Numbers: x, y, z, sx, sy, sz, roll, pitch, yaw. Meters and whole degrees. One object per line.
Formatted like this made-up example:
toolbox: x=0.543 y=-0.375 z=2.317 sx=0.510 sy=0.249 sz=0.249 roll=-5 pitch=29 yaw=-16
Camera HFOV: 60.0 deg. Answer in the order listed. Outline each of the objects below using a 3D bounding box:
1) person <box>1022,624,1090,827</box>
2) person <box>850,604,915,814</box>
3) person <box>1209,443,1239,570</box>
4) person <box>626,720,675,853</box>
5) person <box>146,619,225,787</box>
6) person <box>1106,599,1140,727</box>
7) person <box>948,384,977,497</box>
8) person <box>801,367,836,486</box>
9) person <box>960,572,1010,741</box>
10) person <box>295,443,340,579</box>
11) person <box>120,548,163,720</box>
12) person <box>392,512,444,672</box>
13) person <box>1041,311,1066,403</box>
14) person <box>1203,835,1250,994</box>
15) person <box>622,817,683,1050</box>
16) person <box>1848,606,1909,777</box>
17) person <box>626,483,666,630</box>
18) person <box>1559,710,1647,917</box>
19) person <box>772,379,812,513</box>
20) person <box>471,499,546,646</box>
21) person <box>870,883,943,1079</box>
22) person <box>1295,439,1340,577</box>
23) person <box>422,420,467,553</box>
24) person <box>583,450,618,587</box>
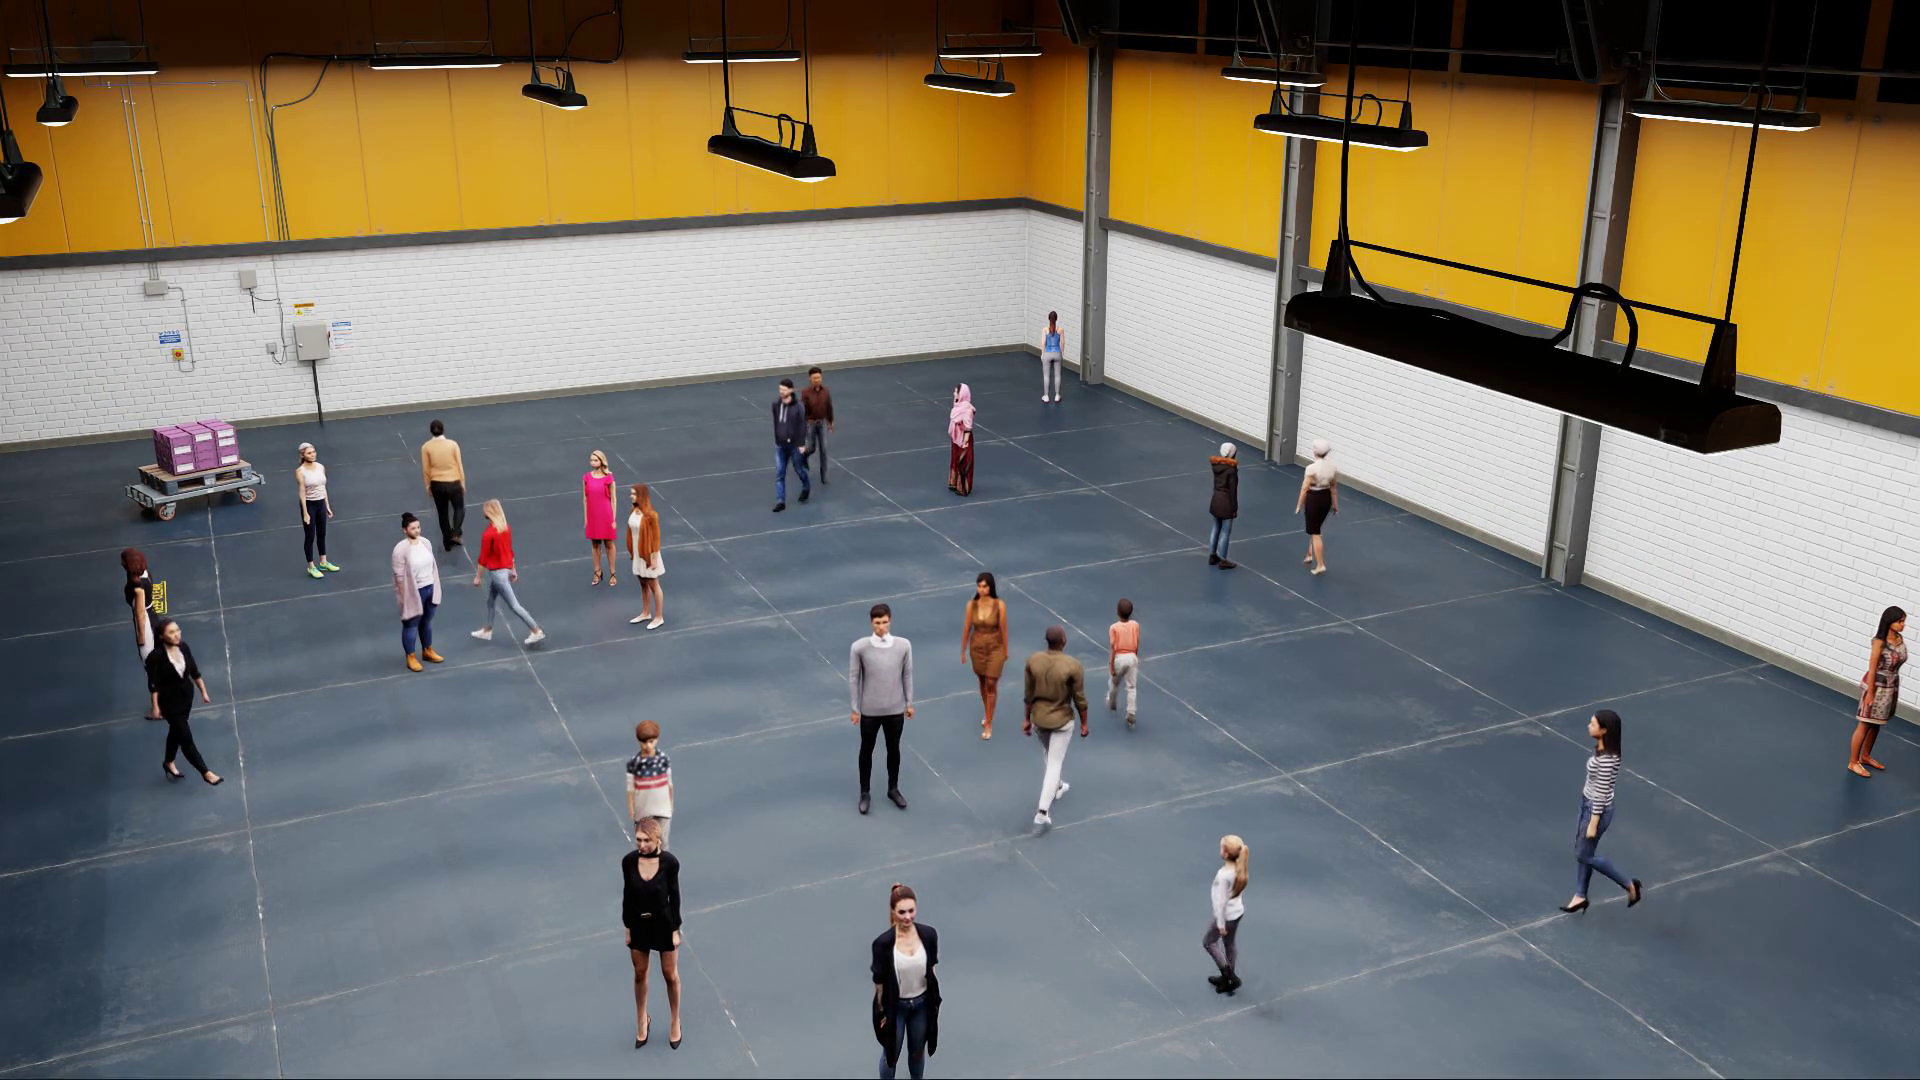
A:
person: x=0.795 y=1.648 z=14.617 sx=1.233 sy=1.790 sz=1.255 roll=8 pitch=20 yaw=24
person: x=-0.704 y=1.475 z=14.924 sx=0.797 sy=1.923 sz=0.726 roll=-4 pitch=19 yaw=-11
person: x=3.341 y=-0.447 z=21.085 sx=0.682 sy=1.634 sz=0.536 roll=-10 pitch=21 yaw=-27
person: x=-2.546 y=2.143 z=13.717 sx=0.608 sy=1.426 sz=0.841 roll=-5 pitch=19 yaw=-15
person: x=-7.282 y=1.499 z=15.327 sx=1.121 sy=1.619 sz=1.043 roll=7 pitch=20 yaw=21
person: x=1.670 y=1.238 z=16.630 sx=0.665 sy=1.283 sz=0.952 roll=-2 pitch=19 yaw=-7
person: x=0.034 y=-1.476 z=24.132 sx=0.723 sy=1.639 sz=0.530 roll=-7 pitch=20 yaw=-21
person: x=-2.166 y=-1.717 z=24.674 sx=0.711 sy=1.750 sz=1.024 roll=-9 pitch=20 yaw=-24
person: x=0.288 y=1.089 z=16.474 sx=0.880 sy=1.665 sz=0.957 roll=5 pitch=19 yaw=15
person: x=-8.101 y=-0.396 z=20.824 sx=0.724 sy=1.702 sz=0.675 roll=8 pitch=20 yaw=22
person: x=-8.173 y=0.927 z=16.749 sx=0.661 sy=1.796 sz=0.478 roll=-5 pitch=19 yaw=-15
person: x=-5.891 y=0.533 z=18.005 sx=0.821 sy=1.742 sz=0.800 roll=11 pitch=21 yaw=29
person: x=1.633 y=-3.257 z=29.467 sx=0.633 sy=1.608 sz=0.629 roll=-1 pitch=19 yaw=-4
person: x=2.006 y=2.752 z=12.153 sx=0.637 sy=1.270 sz=0.580 roll=16 pitch=24 yaw=39
person: x=-2.120 y=2.706 z=11.509 sx=0.641 sy=1.769 sz=0.647 roll=1 pitch=19 yaw=2
person: x=8.633 y=1.392 z=15.607 sx=0.678 sy=1.645 sz=0.569 roll=-12 pitch=22 yaw=-31
person: x=-3.609 y=0.158 z=19.148 sx=0.639 sy=1.723 sz=0.763 roll=16 pitch=25 yaw=40
person: x=5.077 y=2.188 z=13.036 sx=0.948 sy=1.777 sz=0.895 roll=6 pitch=20 yaw=18
person: x=-2.347 y=-1.357 z=23.447 sx=1.194 sy=1.850 sz=1.240 roll=7 pitch=20 yaw=21
person: x=-5.032 y=0.412 z=18.496 sx=1.131 sy=1.657 sz=1.155 roll=4 pitch=19 yaw=11
person: x=-0.360 y=2.997 z=10.778 sx=0.638 sy=1.684 sz=0.568 roll=-7 pitch=20 yaw=-19
person: x=4.520 y=-0.375 z=20.712 sx=0.692 sy=1.734 sz=0.808 roll=-10 pitch=21 yaw=-28
person: x=-6.687 y=-0.679 z=21.599 sx=0.769 sy=1.743 sz=0.776 roll=-3 pitch=19 yaw=-8
person: x=-4.408 y=-0.284 z=20.451 sx=0.666 sy=1.728 sz=0.703 roll=4 pitch=19 yaw=11
